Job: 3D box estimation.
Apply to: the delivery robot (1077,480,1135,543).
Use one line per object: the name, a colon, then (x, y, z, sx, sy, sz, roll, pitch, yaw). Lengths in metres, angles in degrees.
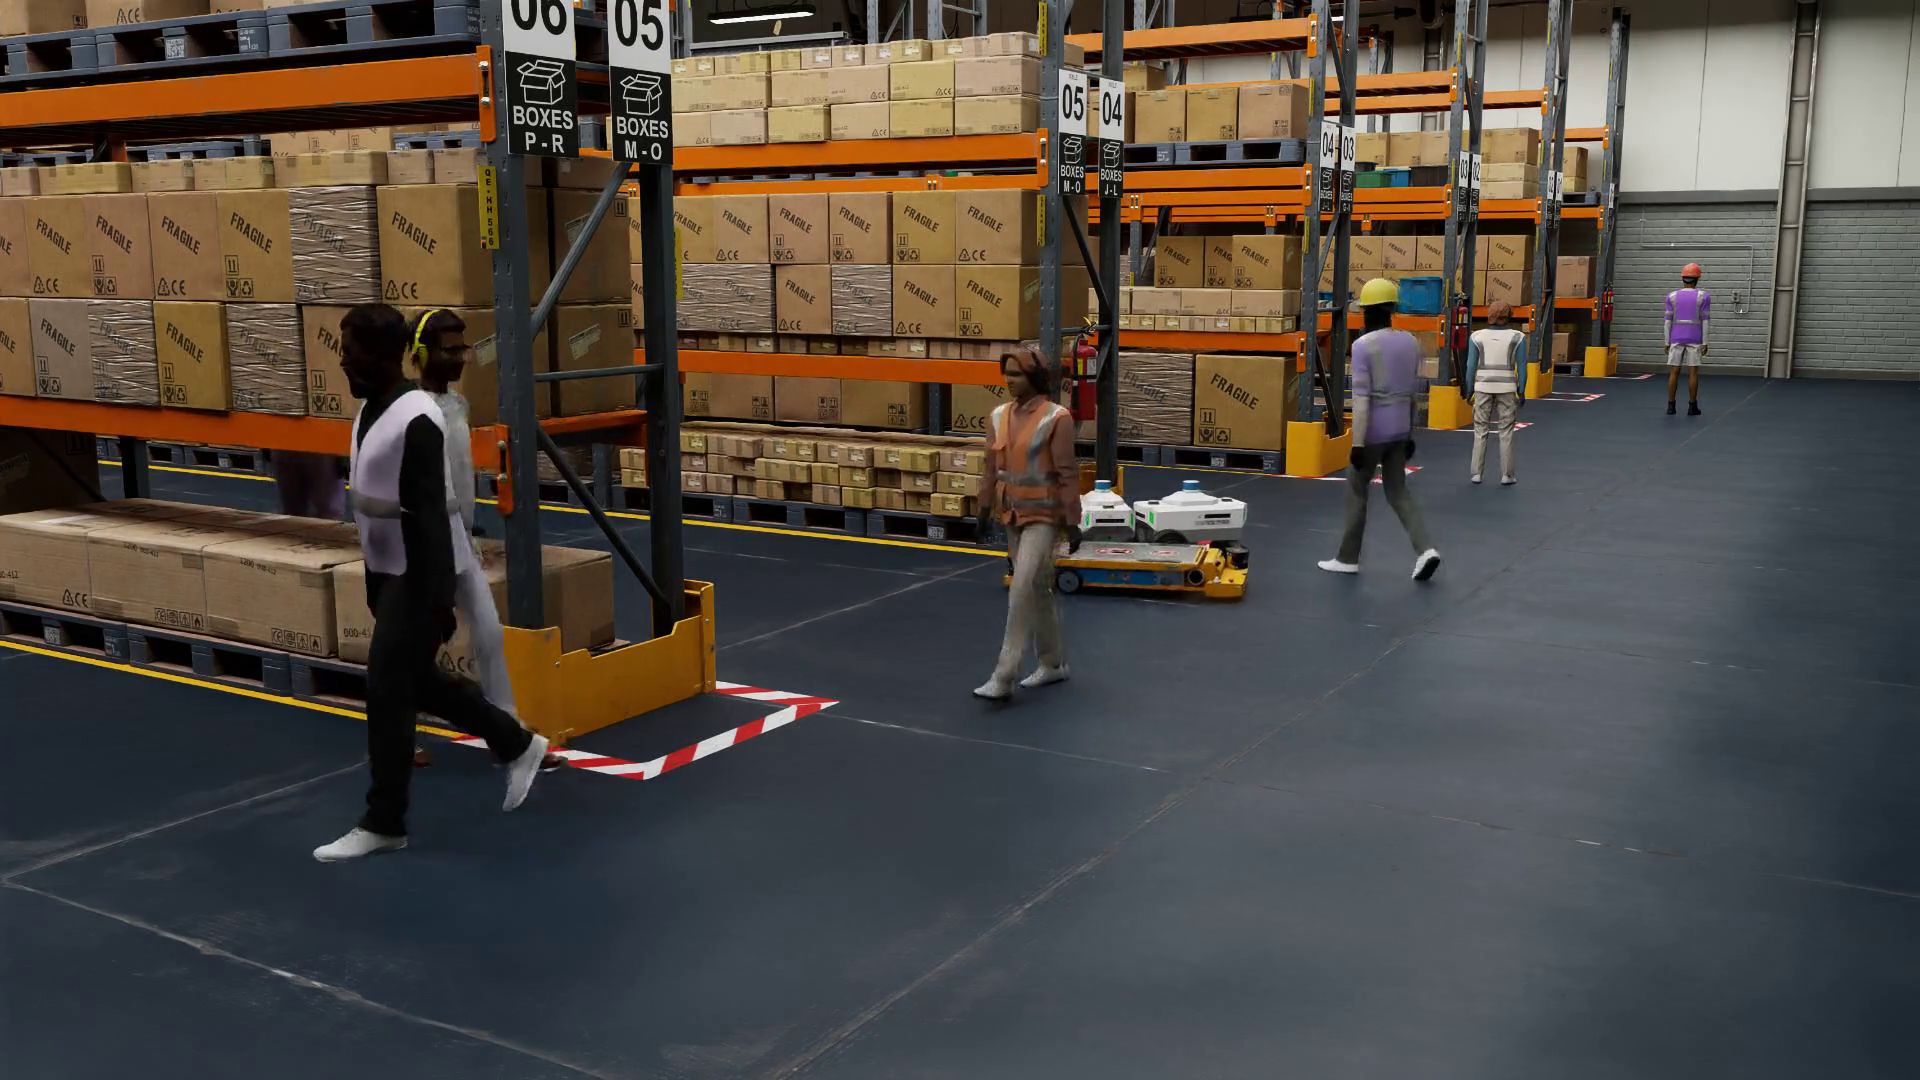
delivery robot: (0.935, -0.152, 10.945, 0.477, 0.478, 0.707, -1, 10, -4)

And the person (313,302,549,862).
person: (-1.860, 0.117, 5.788, 0.829, 1.887, 0.622, -7, 12, -34)

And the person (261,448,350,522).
person: (-3.934, -0.580, 9.890, 0.804, 1.871, 0.428, 2, 10, 14)

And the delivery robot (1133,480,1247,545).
delivery robot: (1.512, -0.149, 10.925, 0.707, 0.478, 0.477, -3, 10, -15)

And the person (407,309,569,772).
person: (-2.001, 0.022, 6.482, 0.840, 1.831, 0.538, 4, 10, 21)

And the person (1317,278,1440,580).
person: (2.668, -0.690, 10.436, 0.602, 1.900, 0.819, -7, 12, -35)

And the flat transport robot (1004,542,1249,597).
flat transport robot: (1.032, 0.164, 10.200, 1.431, 0.197, 0.652, 2, 10, 13)

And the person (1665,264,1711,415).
person: (9.296, -2.558, 21.276, 0.543, 1.933, 0.363, 6, 12, 33)

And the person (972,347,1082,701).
person: (0.236, -0.068, 7.612, 0.768, 1.607, 0.544, -8, 12, -39)

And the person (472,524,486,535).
person: (-3.980, -0.970, 12.107, 0.946, 1.902, 0.556, 3, 10, 15)

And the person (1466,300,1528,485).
person: (4.767, -1.305, 14.801, 0.523, 1.638, 0.310, 4, 11, 23)
